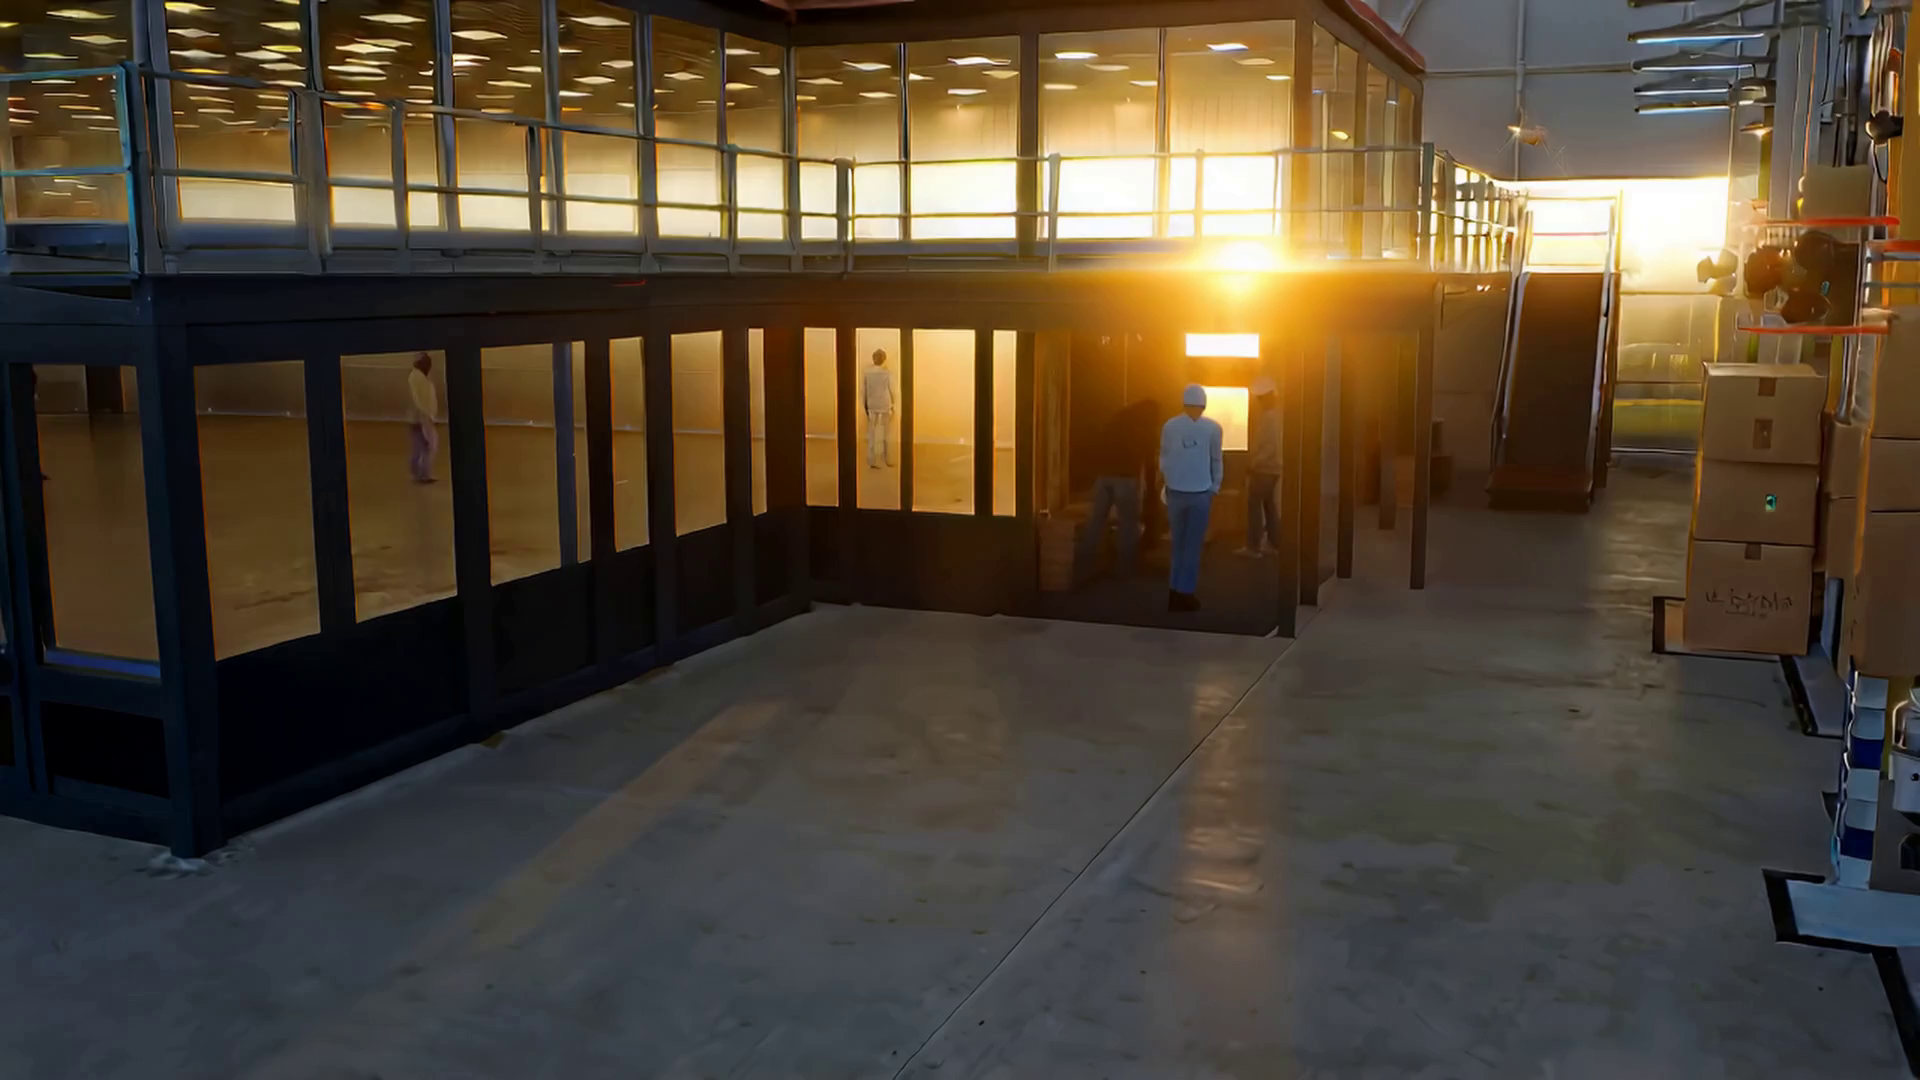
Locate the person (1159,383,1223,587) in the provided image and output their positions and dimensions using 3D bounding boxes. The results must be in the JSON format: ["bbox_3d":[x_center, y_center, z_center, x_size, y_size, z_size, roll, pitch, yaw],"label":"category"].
[{"bbox_3d":[2.231,-0.526,16.078,0.612,1.986,0.406,1,9,9],"label":"person"}]
